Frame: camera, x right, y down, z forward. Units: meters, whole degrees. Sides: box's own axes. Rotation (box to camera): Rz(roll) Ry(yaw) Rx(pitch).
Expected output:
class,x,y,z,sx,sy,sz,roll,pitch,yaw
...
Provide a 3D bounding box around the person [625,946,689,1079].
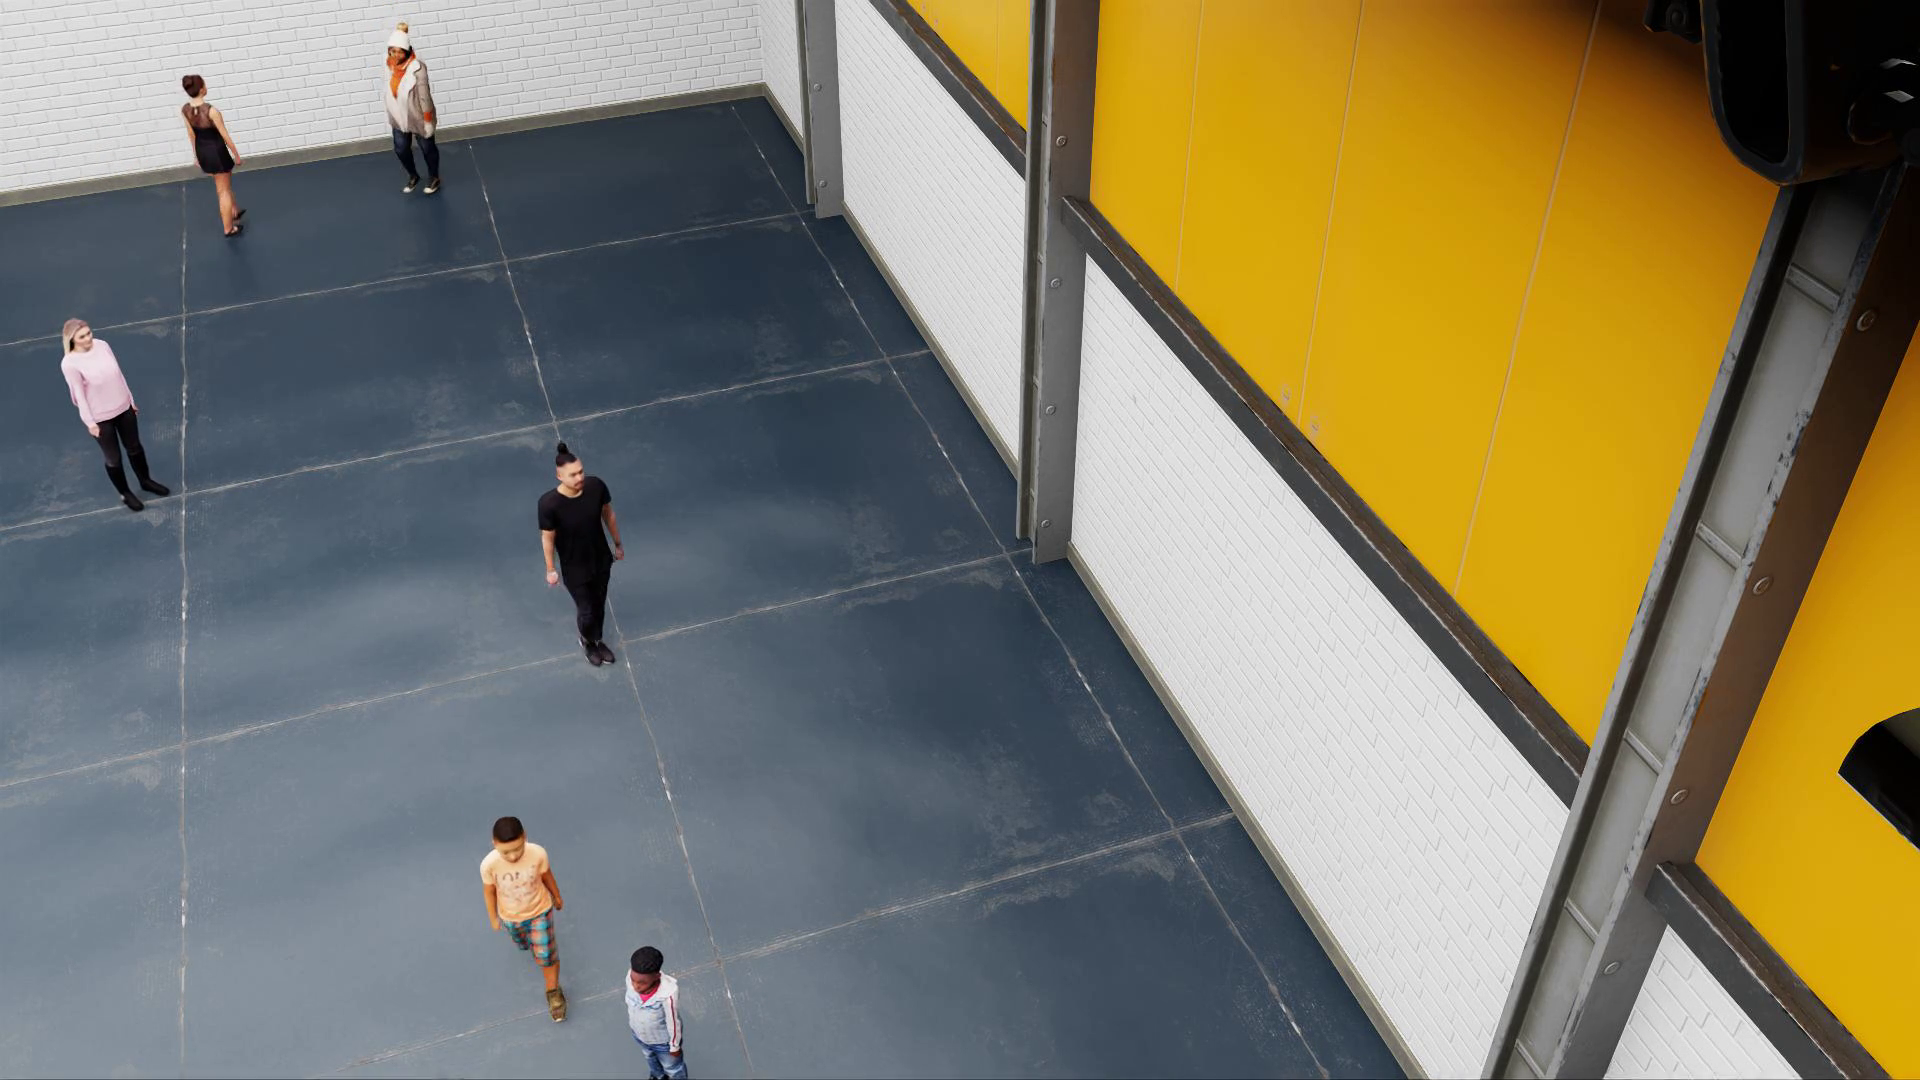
class,x,y,z,sx,sy,sz,roll,pitch,yaw
person,-1.600,2.570,8.815,0.560,1.259,0.627,21,43,24

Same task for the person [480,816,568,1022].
class,x,y,z,sx,sy,sz,roll,pitch,yaw
person,-2.455,2.026,9.353,0.568,1.439,0.912,-12,40,-15

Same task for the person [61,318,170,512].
class,x,y,z,sx,sy,sz,roll,pitch,yaw
person,-6.646,-1.005,12.950,0.744,1.686,0.687,17,42,20

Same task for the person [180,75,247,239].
class,x,y,z,sx,sy,sz,roll,pitch,yaw
person,-7.421,-3.760,16.419,0.812,1.662,0.896,10,40,12

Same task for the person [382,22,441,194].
class,x,y,z,sx,sy,sz,roll,pitch,yaw
person,-5.624,-4.452,17.117,0.850,1.872,0.889,15,41,18

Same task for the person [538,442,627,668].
class,x,y,z,sx,sy,sz,roll,pitch,yaw
person,-2.640,0.073,11.463,0.797,1.857,0.771,-29,47,-31
